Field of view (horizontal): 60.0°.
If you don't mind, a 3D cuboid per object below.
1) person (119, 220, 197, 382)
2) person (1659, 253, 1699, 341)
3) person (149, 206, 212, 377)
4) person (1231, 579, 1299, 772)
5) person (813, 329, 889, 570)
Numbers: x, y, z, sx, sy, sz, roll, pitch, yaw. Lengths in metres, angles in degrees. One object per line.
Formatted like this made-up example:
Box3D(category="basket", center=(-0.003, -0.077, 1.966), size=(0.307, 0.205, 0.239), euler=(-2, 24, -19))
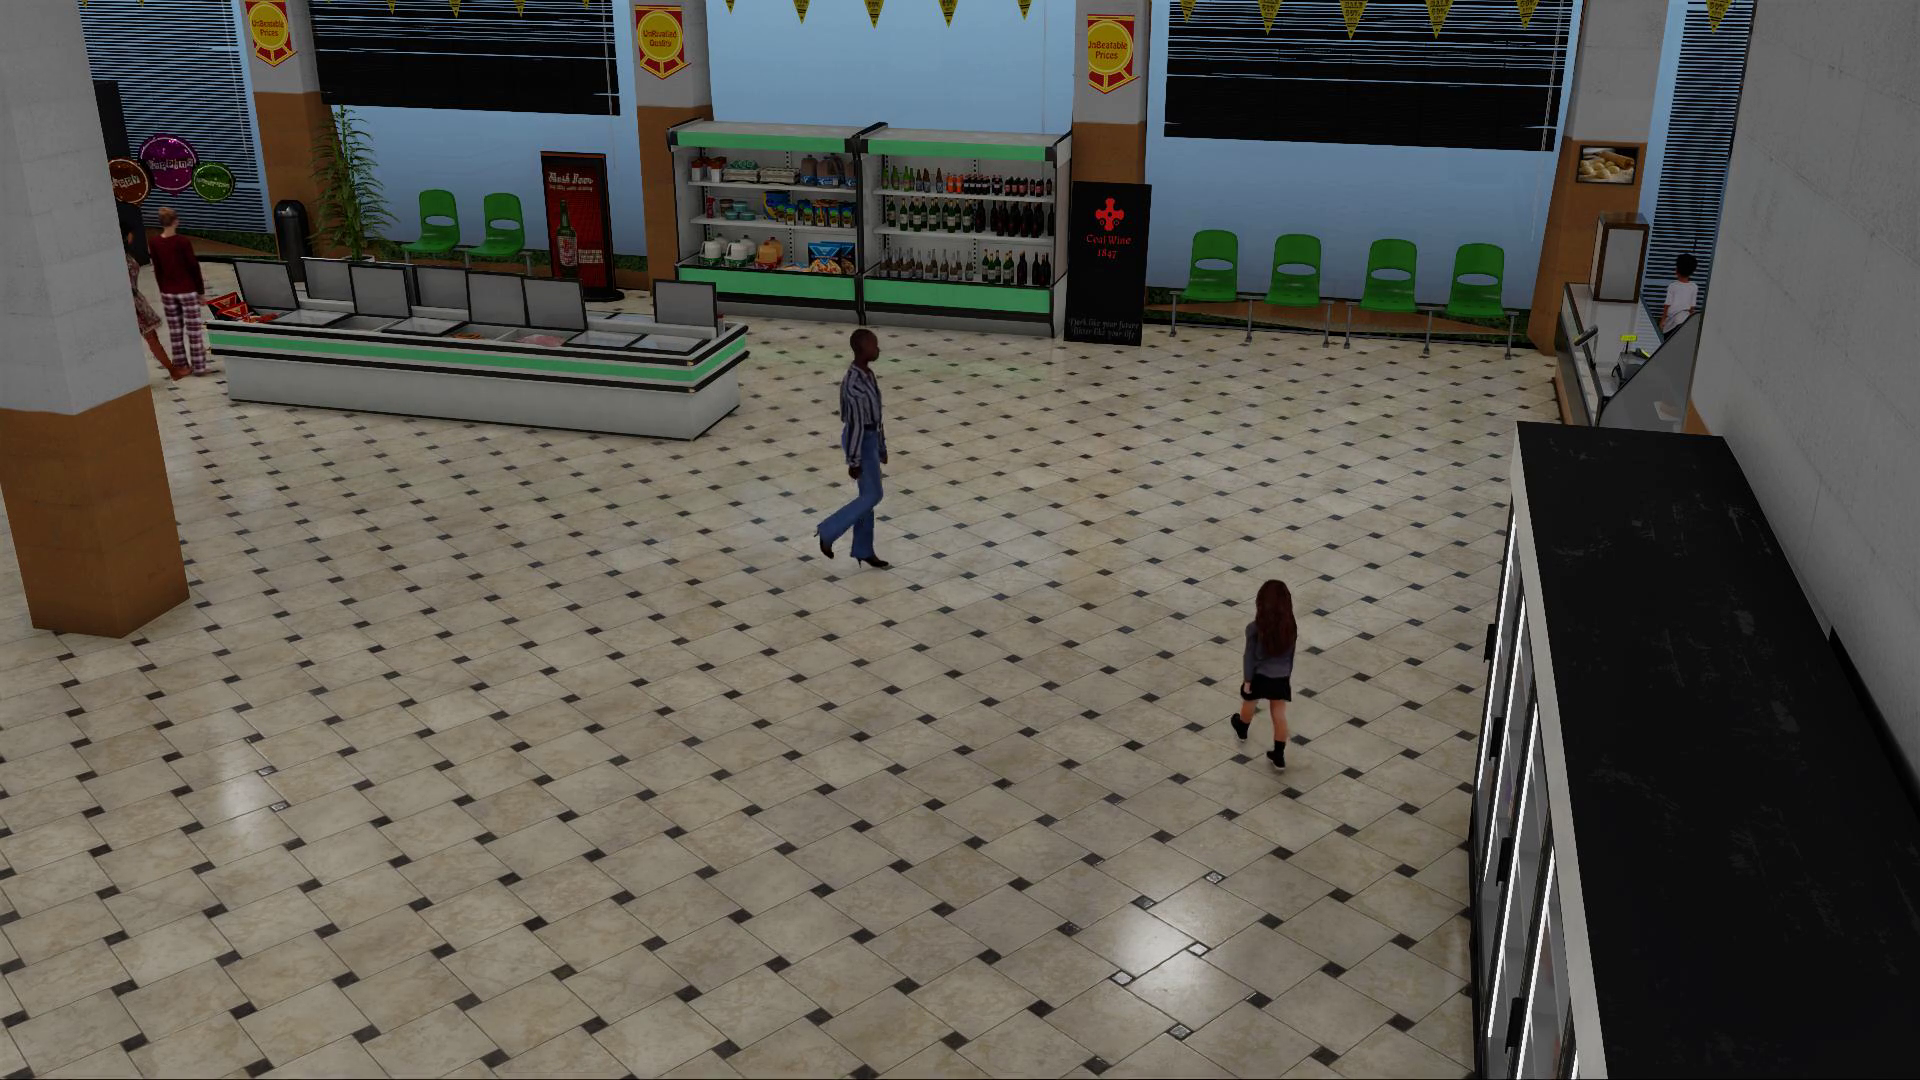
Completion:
Box3D(category="person", center=(-8.161, -2.250, 16.121), size=(1.134, 1.594, 1.026), euler=(-7, 23, -18))
Box3D(category="person", center=(7.101, -2.205, 16.459), size=(0.514, 1.259, 0.616), euler=(-3, 22, -6))
Box3D(category="person", center=(-7.764, -2.475, 16.539), size=(0.530, 1.701, 0.718), euler=(0, 22, 0))
Box3D(category="person", center=(1.753, 0.768, 9.304), size=(0.780, 1.077, 0.755), euler=(-5, 22, -12))
Box3D(category="person", center=(-0.786, -0.628, 11.833), size=(0.827, 1.781, 0.724), euler=(1, 22, 4))
